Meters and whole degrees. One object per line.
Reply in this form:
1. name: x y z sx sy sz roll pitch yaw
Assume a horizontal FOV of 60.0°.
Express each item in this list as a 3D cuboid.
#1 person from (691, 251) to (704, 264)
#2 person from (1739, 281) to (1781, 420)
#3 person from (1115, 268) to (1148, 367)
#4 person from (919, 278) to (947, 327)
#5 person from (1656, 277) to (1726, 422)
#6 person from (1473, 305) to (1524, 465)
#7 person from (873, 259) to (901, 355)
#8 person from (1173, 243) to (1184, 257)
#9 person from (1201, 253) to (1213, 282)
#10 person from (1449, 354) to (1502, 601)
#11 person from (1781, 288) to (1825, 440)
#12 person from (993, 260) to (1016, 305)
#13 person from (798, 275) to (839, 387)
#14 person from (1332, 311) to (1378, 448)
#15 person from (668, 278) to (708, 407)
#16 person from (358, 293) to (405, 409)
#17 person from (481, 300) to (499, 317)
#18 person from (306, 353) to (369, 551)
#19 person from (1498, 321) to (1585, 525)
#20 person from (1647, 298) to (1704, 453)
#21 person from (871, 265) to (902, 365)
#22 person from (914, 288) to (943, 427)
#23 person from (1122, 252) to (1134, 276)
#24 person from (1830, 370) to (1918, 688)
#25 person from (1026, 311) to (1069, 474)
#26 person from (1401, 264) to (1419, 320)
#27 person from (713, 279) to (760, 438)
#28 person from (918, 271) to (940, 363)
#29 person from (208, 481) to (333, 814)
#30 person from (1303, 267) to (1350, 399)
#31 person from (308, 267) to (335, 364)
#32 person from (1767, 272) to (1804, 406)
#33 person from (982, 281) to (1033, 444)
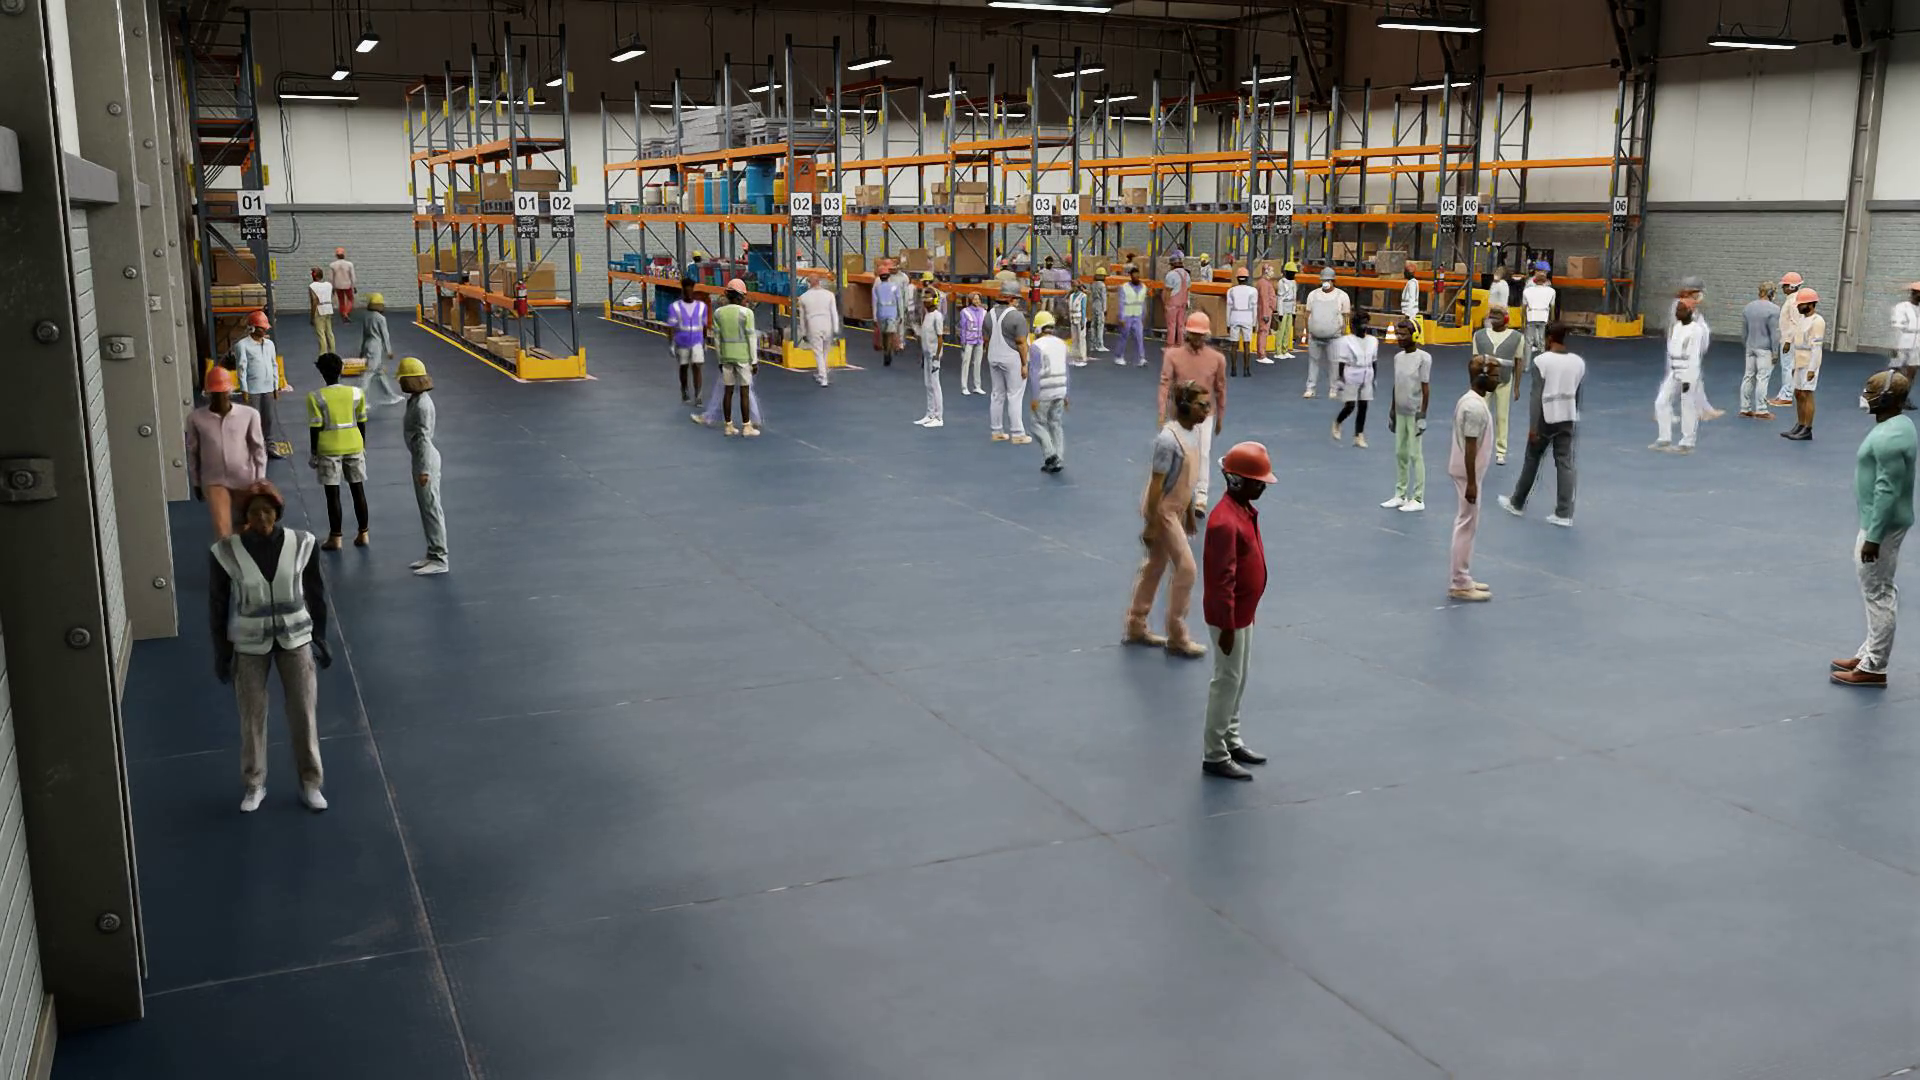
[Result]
1. person: -7.103 -6.913 45.117 0.569 1.870 0.510 -8 14 -35
2. person: 11.185 -2.643 23.227 0.372 1.938 0.630 -4 12 -19
3. person: 3.252 -4.195 31.341 0.641 1.866 1.030 -4 12 -21
4. person: -0.530 -4.307 32.474 0.553 1.619 0.501 2 11 12
5. person: 10.106 -2.618 22.837 0.941 2.000 0.700 6 13 29
6. person: 6.150 -1.779 19.092 0.564 1.837 0.396 6 12 26
7. person: -1.524 -4.771 34.051 0.656 1.950 0.964 -6 12 -26
8. person: 7.594 -9.325 57.430 0.429 1.842 0.630 -6 13 -27
9. person: 6.317 -6.510 43.137 0.404 1.837 0.590 -4 12 -20
10. person: 3.844 -0.463 12.418 0.369 1.838 0.509 3 12 17
11. person: 10.740 -2.232 21.188 0.391 1.923 0.549 1 11 3
12. person: 1.076 -6.108 41.393 0.595 1.708 0.857 -3 12 -16
13. person: -2.377 -3.494 27.830 0.652 1.830 1.007 -3 12 -16
14. person: 4.867 -1.980 20.486 0.539 1.688 0.448 -4 12 -18
15. person: -4.095 -2.989 25.070 0.618 1.923 1.025 -3 12 -16
16. person: -8.684 -2.809 24.698 0.476 1.684 0.928 8 14 36
17. person: -13.149 -7.011 46.076 0.598 1.697 0.545 -5 12 -26
18. person: -5.324 -0.755 14.251 0.321 1.693 0.530 11 15 43
19. person: 5.503 -1.115 15.613 0.622 1.869 0.945 -4 12 -18
20. person: 8.547 -1.952 19.884 0.648 1.865 0.604 -1 11 -6
21. person: -1.407 -4.275 31.638 0.556 1.899 0.936 1 11 5
22. person: -0.406 -2.467 22.492 0.328 1.877 0.512 -5 12 -24
23. person: 4.507 -6.628 43.717 0.537 1.843 0.648 -6 13 -29
24. person: 5.587 -0.066 10.123 0.375 1.940 0.627 7 13 31
25. person: 0.953 -1.620 18.379 0.613 1.801 0.491 -11 15 -43
26. person: 8.797 -4.457 32.588 0.355 1.883 0.576 3 12 14
27. person: -2.865 -2.336 21.411 0.606 2.039 0.381 5 12 23
28. person: -0.594 -4.259 31.879 0.328 1.765 0.532 -9 14 -37
29. person: -3.286 0.528 7.949 0.542 1.613 0.552 -6 13 -29
30. person: 5.678 -3.216 25.874 0.674 2.000 0.535 5 12 23
31. person: -12.217 -4.298 31.871 0.377 1.844 0.567 4 12 20
32. person: 12.378 -2.997 24.878 0.382 1.995 0.612 4 12 21
33. person: 0.637 -2.239 20.909 0.676 2.000 0.536 11 15 43
